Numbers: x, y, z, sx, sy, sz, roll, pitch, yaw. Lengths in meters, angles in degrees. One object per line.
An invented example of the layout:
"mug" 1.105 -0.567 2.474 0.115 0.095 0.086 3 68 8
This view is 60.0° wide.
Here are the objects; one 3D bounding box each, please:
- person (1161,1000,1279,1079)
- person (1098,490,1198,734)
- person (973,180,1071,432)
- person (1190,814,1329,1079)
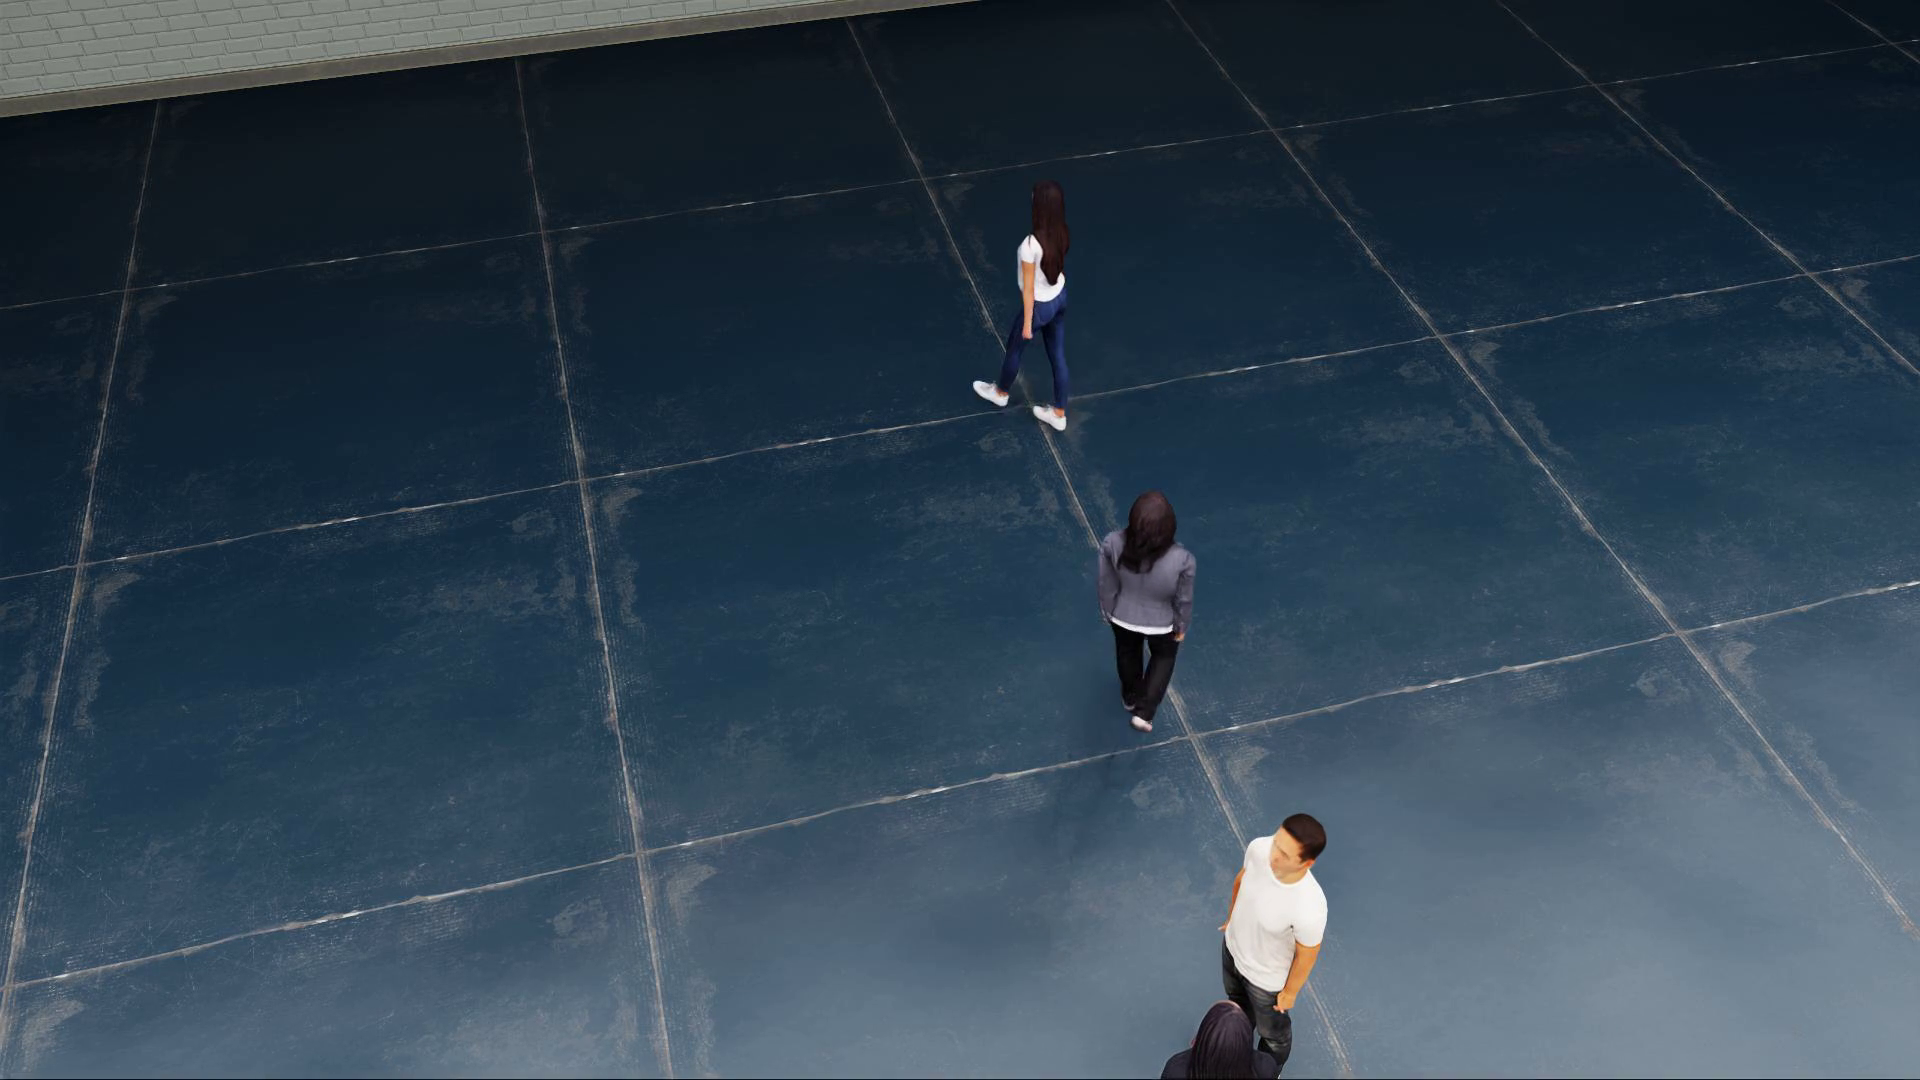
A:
"person" 0.956 2.311 6.445 0.627 1.729 0.623 -5 43 -6
"person" 0.931 0.405 8.592 0.880 1.584 0.955 14 45 15
"person" 0.593 -1.413 10.415 1.042 1.753 0.929 30 51 28
"person" 1.297 1.742 6.999 0.741 1.805 0.547 -20 46 -20
